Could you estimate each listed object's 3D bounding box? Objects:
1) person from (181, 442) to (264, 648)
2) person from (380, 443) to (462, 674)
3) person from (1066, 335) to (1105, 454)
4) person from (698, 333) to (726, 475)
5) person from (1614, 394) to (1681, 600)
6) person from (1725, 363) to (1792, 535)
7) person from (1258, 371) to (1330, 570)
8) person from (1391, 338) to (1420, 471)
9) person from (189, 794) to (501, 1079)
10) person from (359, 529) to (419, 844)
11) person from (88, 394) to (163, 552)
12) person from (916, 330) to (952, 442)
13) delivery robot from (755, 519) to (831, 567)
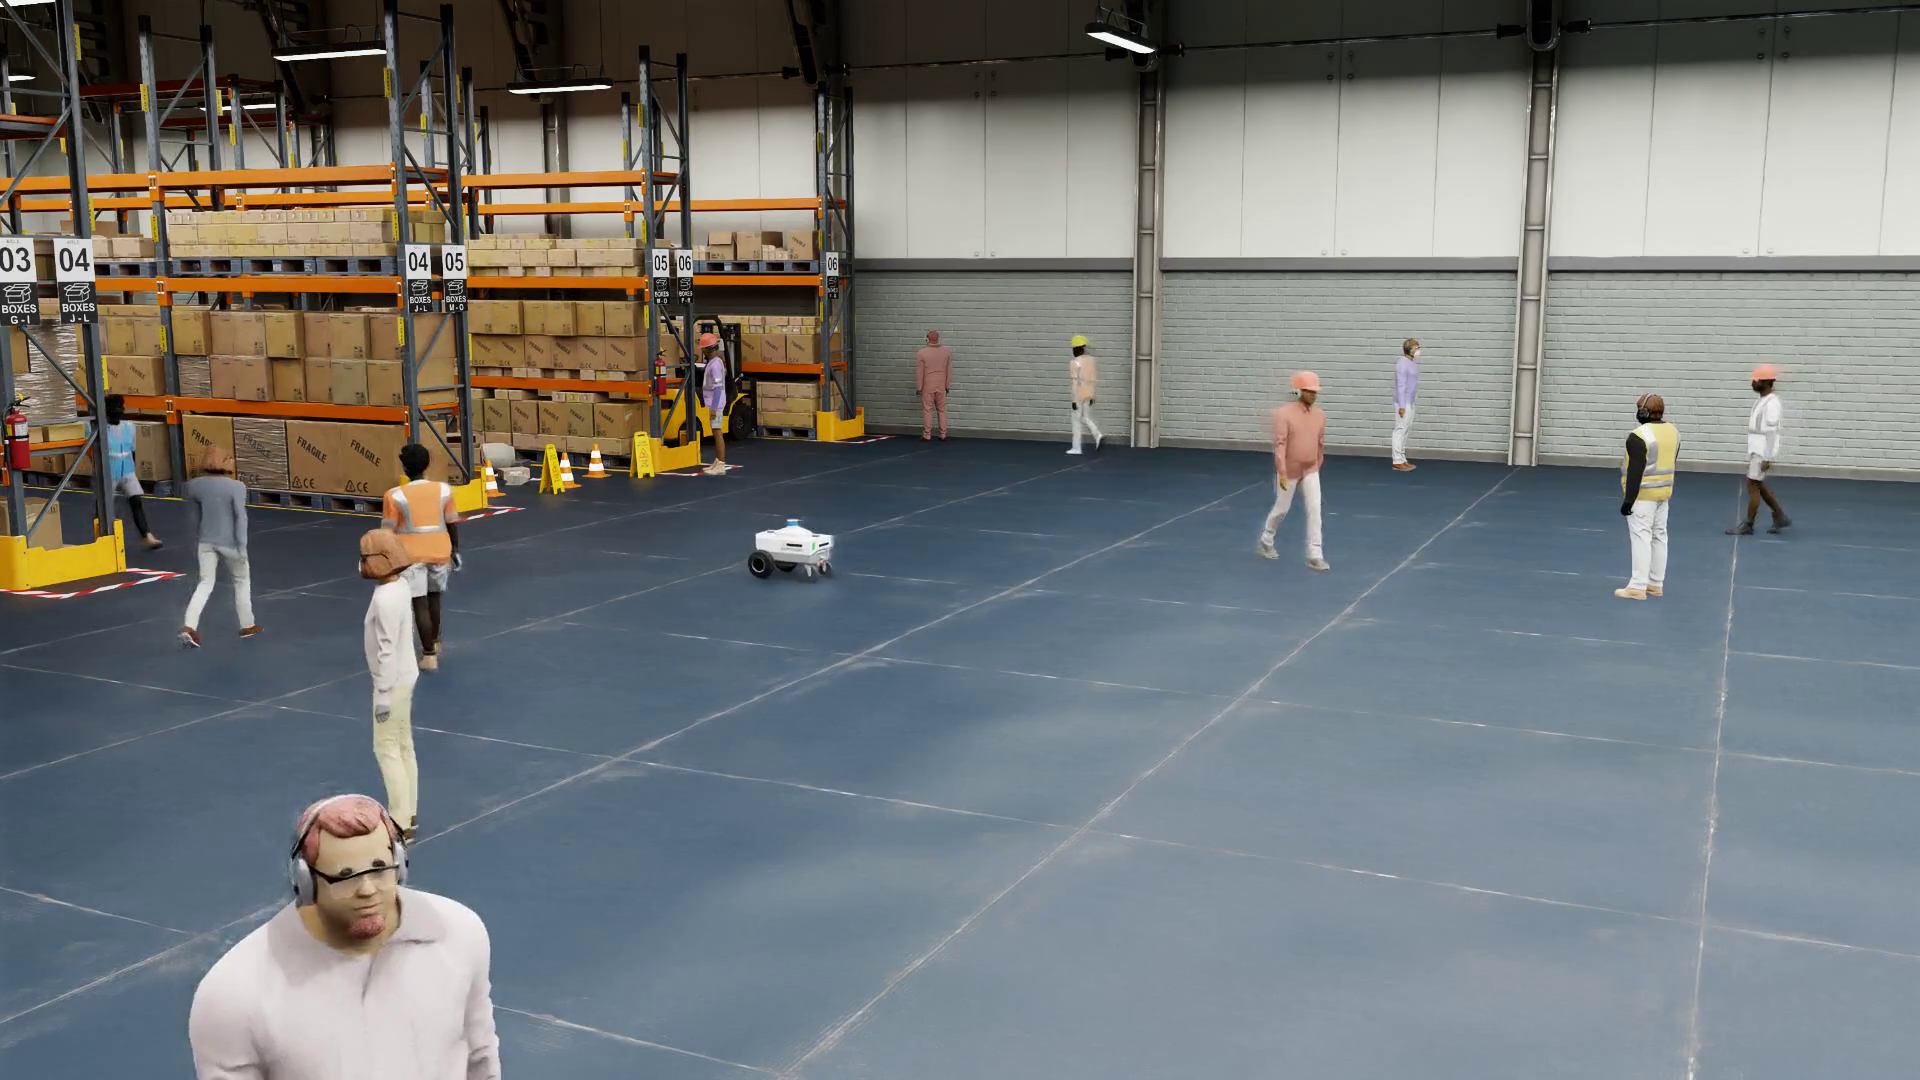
[{"bbox_3d":[-5.843,0.035,13.063,0.506,1.600,0.830,1,9,9],"label":"person"},{"bbox_3d":[-4.017,0.118,12.282,0.557,1.666,0.733,-7,12,-38],"label":"person"},{"bbox_3d":[1.970,-2.290,26.341,0.606,1.912,0.586,-9,13,-44],"label":"person"},{"bbox_3d":[-3.545,-1.939,23.826,0.389,2.034,0.605,-2,9,-10],"label":"person"},{"bbox_3d":[6.142,-0.388,14.900,0.624,1.844,0.430,-6,11,-33],"label":"person"},{"bbox_3d":[8.899,-0.984,18.397,0.607,1.957,0.558,2,10,13],"label":"person"},{"bbox_3d":[3.332,-0.714,16.572,0.616,1.959,0.965,-3,10,-19],"label":"person"},{"bbox_3d":[6.547,-1.987,24.410,0.375,1.939,0.628,5,10,28],"label":"person"},{"bbox_3d":[-1.297,1.447,3.629,0.670,1.852,1.017,-6,11,-33],"label":"person"},{"bbox_3d":[-2.944,0.749,8.573,0.304,1.633,0.507,-2,9,-10],"label":"person"},{"bbox_3d":[-8.681,-0.672,17.198,0.858,1.659,0.541,6,11,34],"label":"person"},{"bbox_3d":[-0.467,-2.633,28.455,0.641,1.913,0.407,-4,10,-25],"label":"person"},{"bbox_3d":[-1.593,0.045,15.891,0.707,0.478,0.477,5,10,27],"label":"delivery robot"}]
